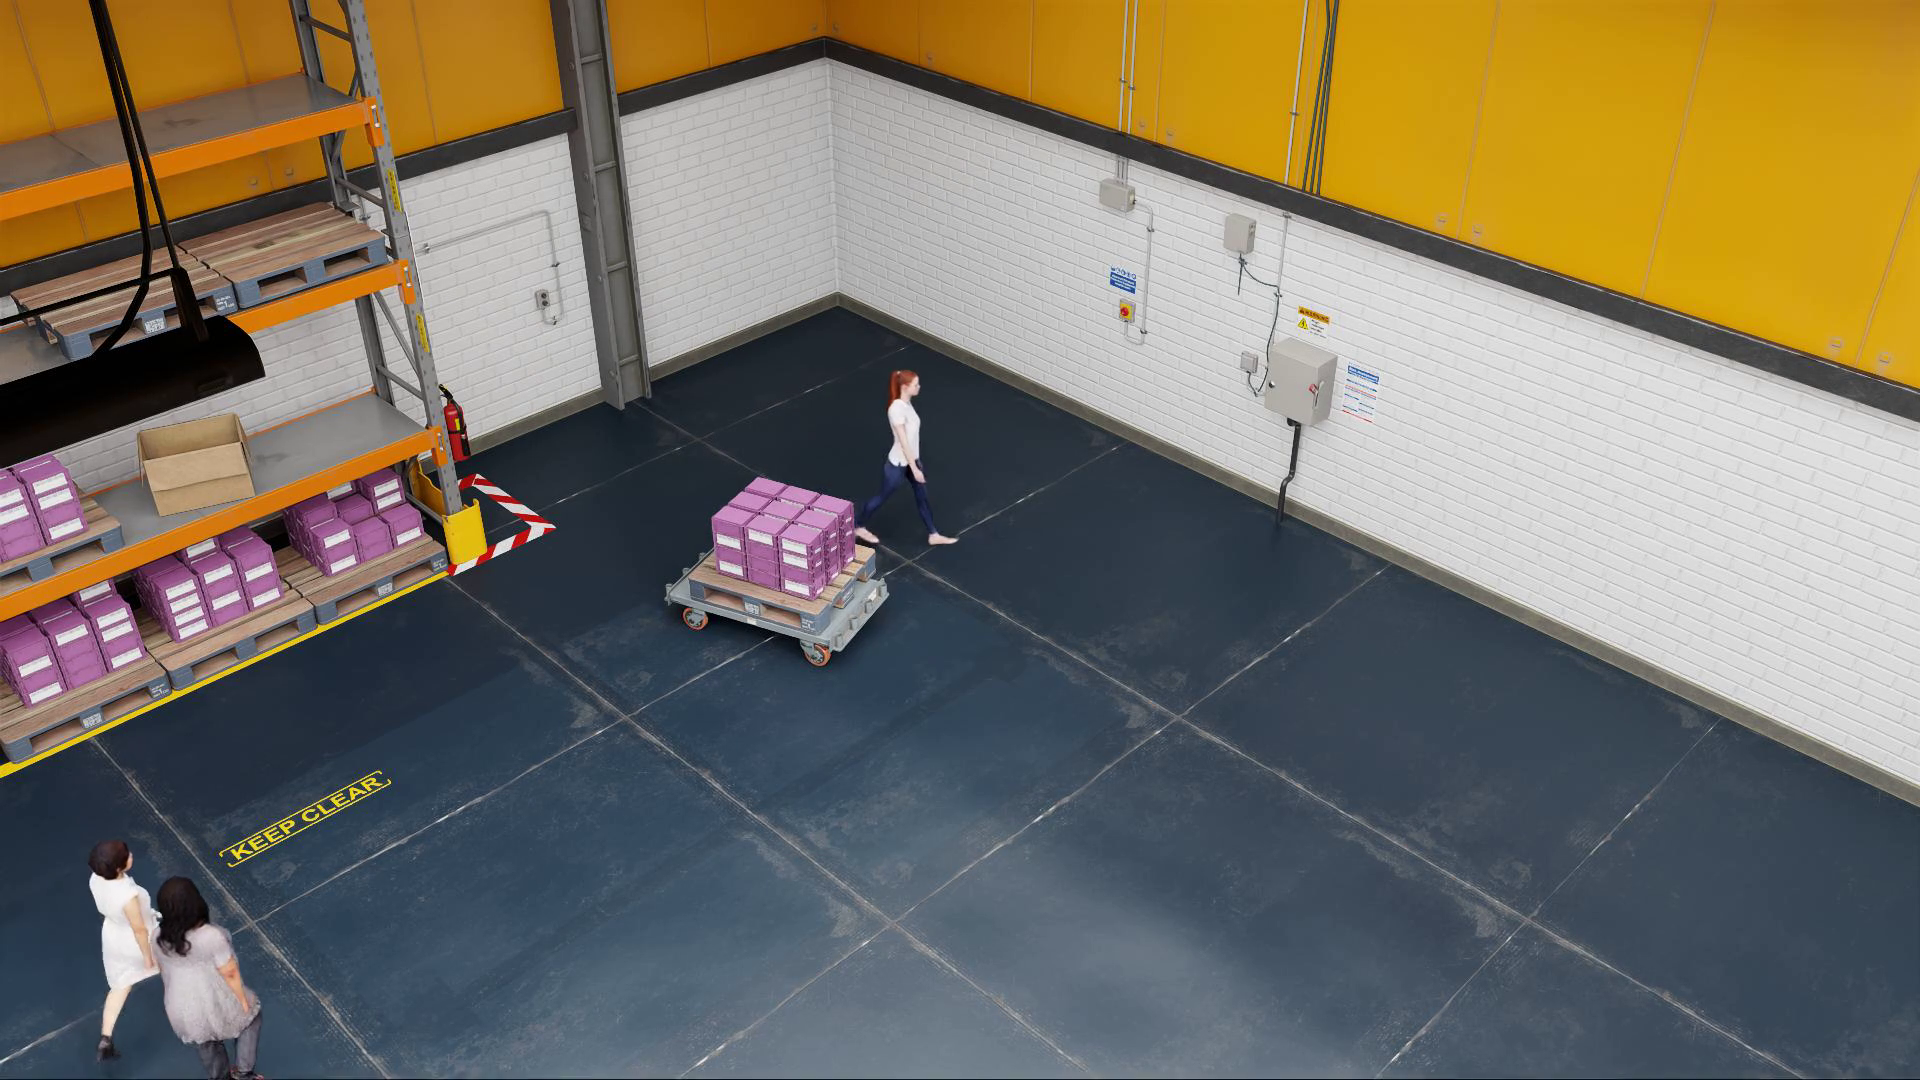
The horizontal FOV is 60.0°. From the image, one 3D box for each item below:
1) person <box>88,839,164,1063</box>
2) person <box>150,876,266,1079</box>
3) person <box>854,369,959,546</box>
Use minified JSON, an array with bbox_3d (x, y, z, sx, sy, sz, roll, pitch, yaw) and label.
[{"bbox_3d":[-4.932,2.424,9.804,0.798,1.520,1.081,12,36,18],"label":"person"},{"bbox_3d":[-4.298,2.633,9.425,0.787,1.592,0.847,0,34,0],"label":"person"},{"bbox_3d":[-0.606,-0.653,14.281,1.058,1.688,1.168,7,34,11],"label":"person"}]
